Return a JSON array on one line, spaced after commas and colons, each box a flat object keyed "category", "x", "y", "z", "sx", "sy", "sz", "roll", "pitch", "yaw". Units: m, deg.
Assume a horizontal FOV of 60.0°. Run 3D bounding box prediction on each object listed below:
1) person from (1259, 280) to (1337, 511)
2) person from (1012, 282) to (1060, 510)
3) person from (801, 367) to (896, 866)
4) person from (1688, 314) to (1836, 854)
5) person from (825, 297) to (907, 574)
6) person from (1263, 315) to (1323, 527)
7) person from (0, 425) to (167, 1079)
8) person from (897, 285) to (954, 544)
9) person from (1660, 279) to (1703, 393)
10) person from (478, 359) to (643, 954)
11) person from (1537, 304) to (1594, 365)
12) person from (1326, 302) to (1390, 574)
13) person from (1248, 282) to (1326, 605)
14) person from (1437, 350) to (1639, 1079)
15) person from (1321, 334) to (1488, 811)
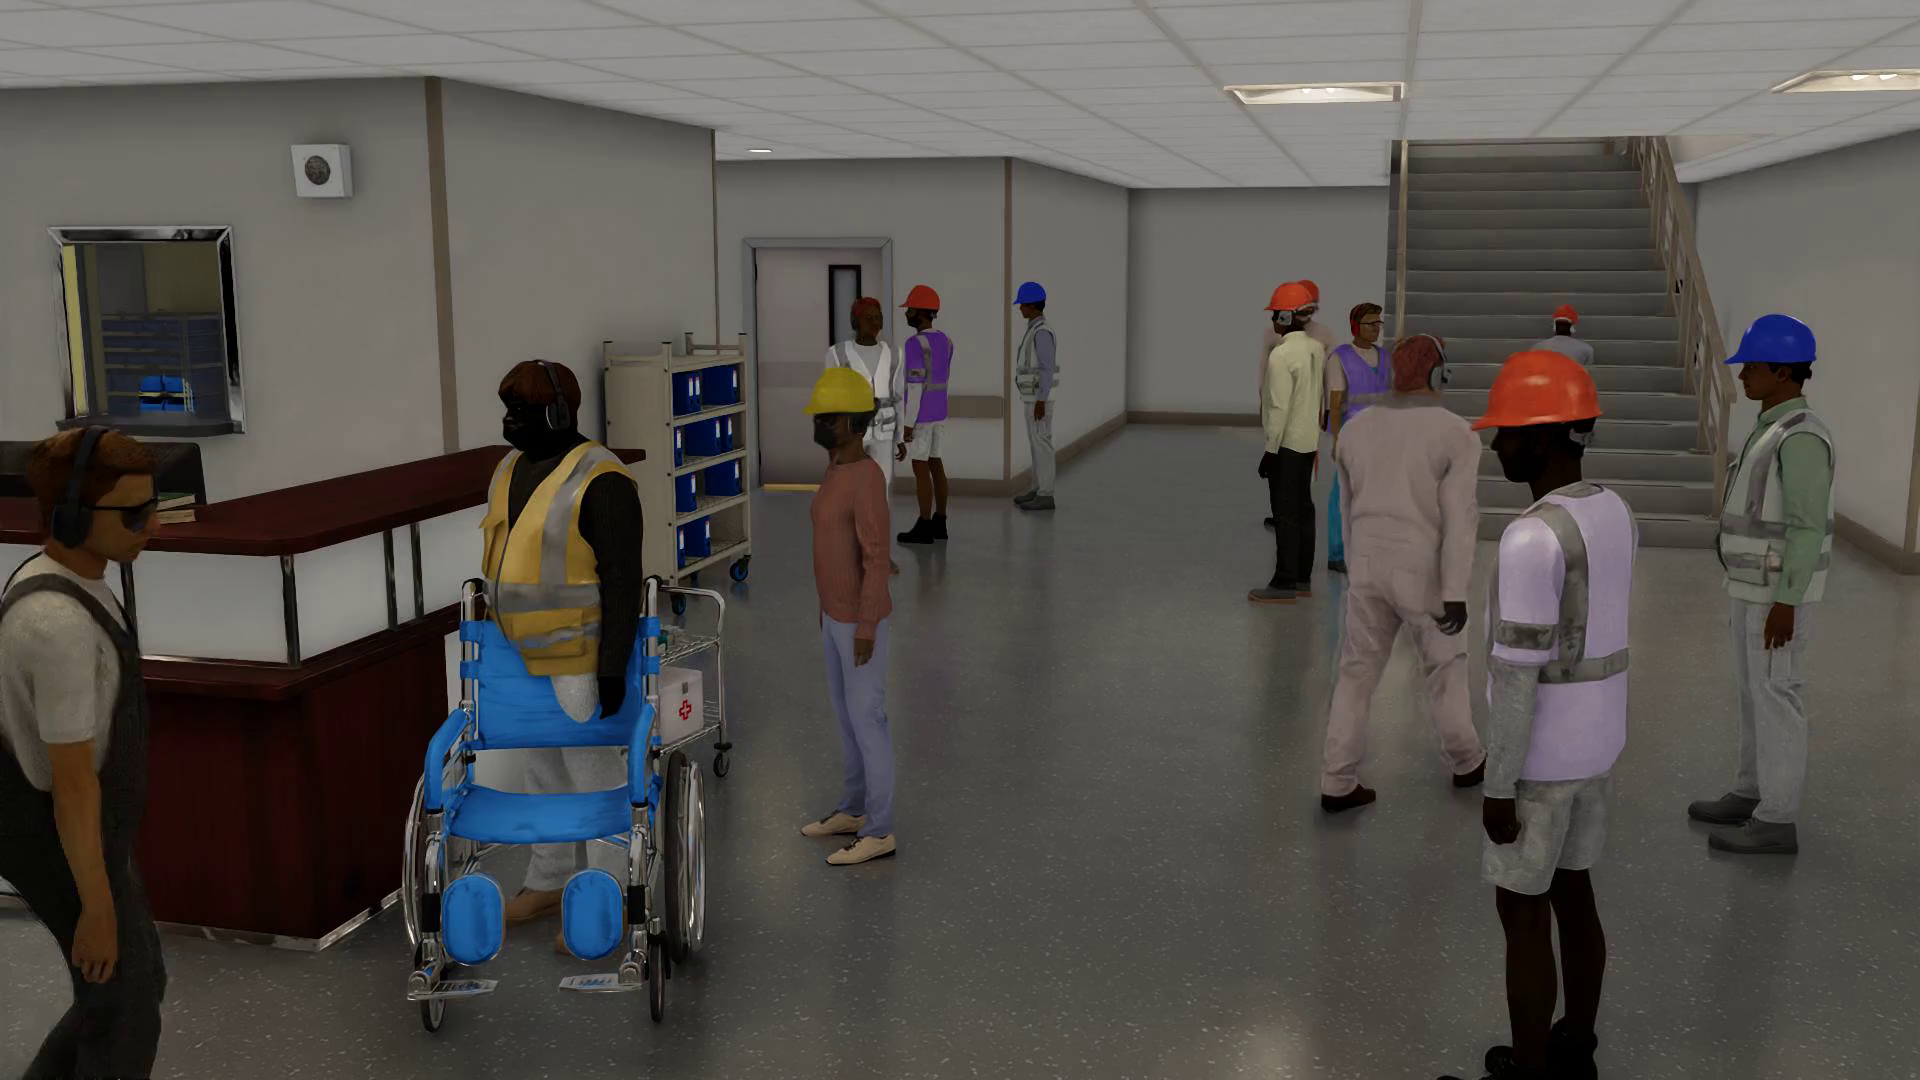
[{"category": "person", "x": 2.741, "y": -1.119, "z": 13.537, "sx": 0.616, "sy": 1.958, "sz": 0.875, "roll": 2, "pitch": 10, "yaw": 12}, {"category": "person", "x": 0.646, "y": -1.228, "z": 14.217, "sx": 0.404, "sy": 1.945, "sz": 0.616, "roll": -1, "pitch": 10, "yaw": -6}, {"category": "person", "x": -0.409, "y": 0.269, "z": 5.939, "sx": 0.313, "sy": 1.768, "sz": 0.533, "roll": -3, "pitch": 10, "yaw": -19}, {"category": "person", "x": 2.924, "y": 0.161, "z": 6.031, "sx": 0.396, "sy": 1.946, "sz": 0.617, "roll": 2, "pitch": 10, "yaw": 13}, {"category": "person", "x": -0.627, "y": -0.687, "z": 11.252, "sx": 0.582, "sy": 1.883, "sz": 0.371, "roll": -4, "pitch": 11, "yaw": -25}, {"category": "person", "x": 2.659, "y": -1.001, "z": 13.269, "sx": 0.585, "sy": 1.824, "sz": 0.405, "roll": -9, "pitch": 13, "yaw": -42}, {"category": "person", "x": -1.868, "y": 0.668, "z": 3.437, "sx": 0.503, "sy": 1.815, "sz": 0.549, "roll": -5, "pitch": 11, "yaw": -28}, {"category": "person", "x": -0.281, "y": -0.941, "z": 12.556, "sx": 0.356, "sy": 1.937, "sz": 0.552, "roll": 5, "pitch": 11, "yaw": 28}, {"category": "person", "x": 7.558, "y": -1.816, "z": 17.693, "sx": 0.600, "sy": 1.949, "sz": 0.415, "roll": -1, "pitch": 10, "yaw": -6}, {"category": "person", "x": -1.261, "y": 0.358, "z": 5.193, "sx": 0.634, "sy": 1.841, "sz": 0.429, "roll": 8, "pitch": 13, "yaw": 40}, {"category": "person", "x": 5.312, "y": -1.209, "z": 14.702, "sx": 0.571, "sy": 1.738, "sz": 0.367, "roll": 7, "pitch": 12, "yaw": 36}, {"category": "person", "x": 2.721, "y": -0.699, "z": 11.402, "sx": 0.564, "sy": 1.846, "sz": 0.390, "roll": -8, "pitch": 13, "yaw": -40}, {"category": "person", "x": 2.042, "y": -0.594, "z": 10.360, "sx": 0.385, "sy": 1.990, "sz": 0.608, "roll": 7, "pitch": 12, "yaw": 34}, {"category": "person", "x": 1.416, "y": 0.502, "z": 4.094, "sx": 0.390, "sy": 1.929, "sz": 0.545, "roll": 9, "pitch": 13, "yaw": 44}, {"category": "person", "x": 1.789, "y": 0.121, "z": 6.557, "sx": 0.977, "sy": 1.848, "sz": 0.662, "roll": -9, "pitch": 13, "yaw": -42}]
